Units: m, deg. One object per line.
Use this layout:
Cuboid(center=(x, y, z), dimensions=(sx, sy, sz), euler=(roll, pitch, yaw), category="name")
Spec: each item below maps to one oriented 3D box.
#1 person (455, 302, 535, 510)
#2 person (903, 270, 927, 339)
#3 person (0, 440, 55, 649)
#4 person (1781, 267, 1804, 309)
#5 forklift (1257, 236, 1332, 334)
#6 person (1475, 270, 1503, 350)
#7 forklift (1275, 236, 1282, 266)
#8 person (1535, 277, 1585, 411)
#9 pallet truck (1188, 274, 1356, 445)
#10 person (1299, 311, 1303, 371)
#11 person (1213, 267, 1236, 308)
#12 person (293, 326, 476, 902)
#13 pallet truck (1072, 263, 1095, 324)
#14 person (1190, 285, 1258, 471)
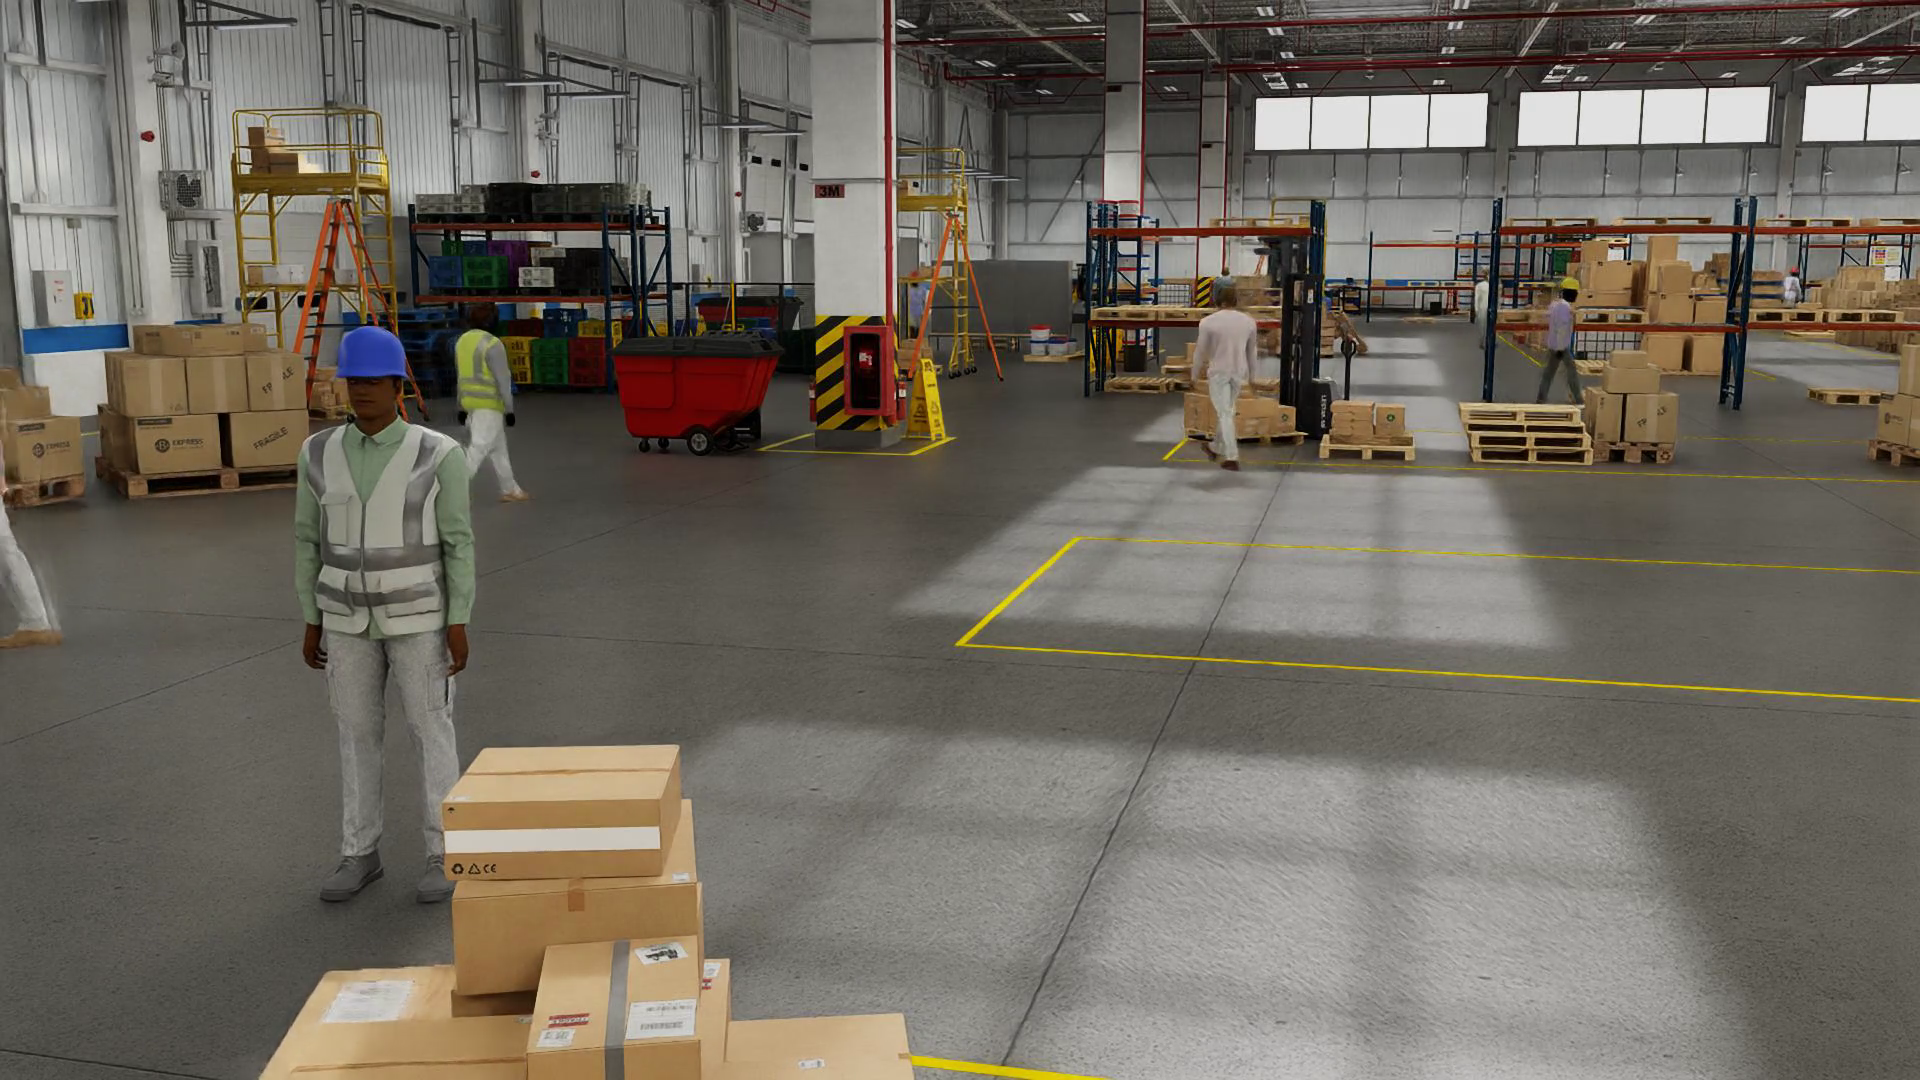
Cuboid(center=(-4.163, -1.165, 14.466), dimensions=(0.952, 1.803, 0.644), euler=(-9, 13, -43), category="person")
Cuboid(center=(-1.013, -5.063, 37.088), dimensions=(0.546, 1.915, 0.690), euler=(-2, 10, -14), category="person")
Cuboid(center=(-5.531, -0.250, 9.093), dimensions=(0.979, 1.787, 0.638), euler=(-2, 10, -11), category="person")
Cuboid(center=(26.071, -7.613, 52.204), dimensions=(0.956, 1.893, 0.548), euler=(-2, 10, -10), category="person")
Cuboid(center=(9.214, -7.026, 45.770), dimensions=(1.129, 2.768, 1.873), euler=(-9, 13, -43), category="forklift")
Cuboid(center=(12.499, -5.432, 39.306), dimensions=(0.655, 1.884, 1.013), euler=(1, 10, 7), category="person")
Cuboid(center=(10.043, -7.868, 50.731), dimensions=(1.129, 2.768, 1.873), euler=(8, 13, 40), category="forklift")
Cuboid(center=(8.649, -2.766, 23.588), dimensions=(0.929, 1.883, 0.609), euler=(2, 10, 10), category="person")
Cuboid(center=(3.653, -2.138, 19.590), dimensions=(1.885, 1.965, 0.823), euler=(-4, 10, -20), category="pallet truck")
Cuboid(center=(6.738, -4.101, 31.914), dimensions=(0.485, 1.739, 0.320), euler=(-9, 13, -41), category="person")
Cuboid(center=(7.280, -6.555, 45.816), dimensions=(0.628, 1.929, 0.354), euler=(1, 10, 4), category="person")
Cuboid(center=(-1.942, 0.256, 5.627), dimensions=(0.610, 1.950, 0.378), euler=(0, 10, 3), category="person")
Cuboid(center=(4.325, -8.180, 55.162), dimensions=(0.823, 1.965, 1.885), euler=(6, 11, 31), category="pallet truck")
Cuboid(center=(2.718, -1.700, 17.331), dimensions=(0.653, 1.878, 1.046), euler=(-4, 10, -20), category="person")
